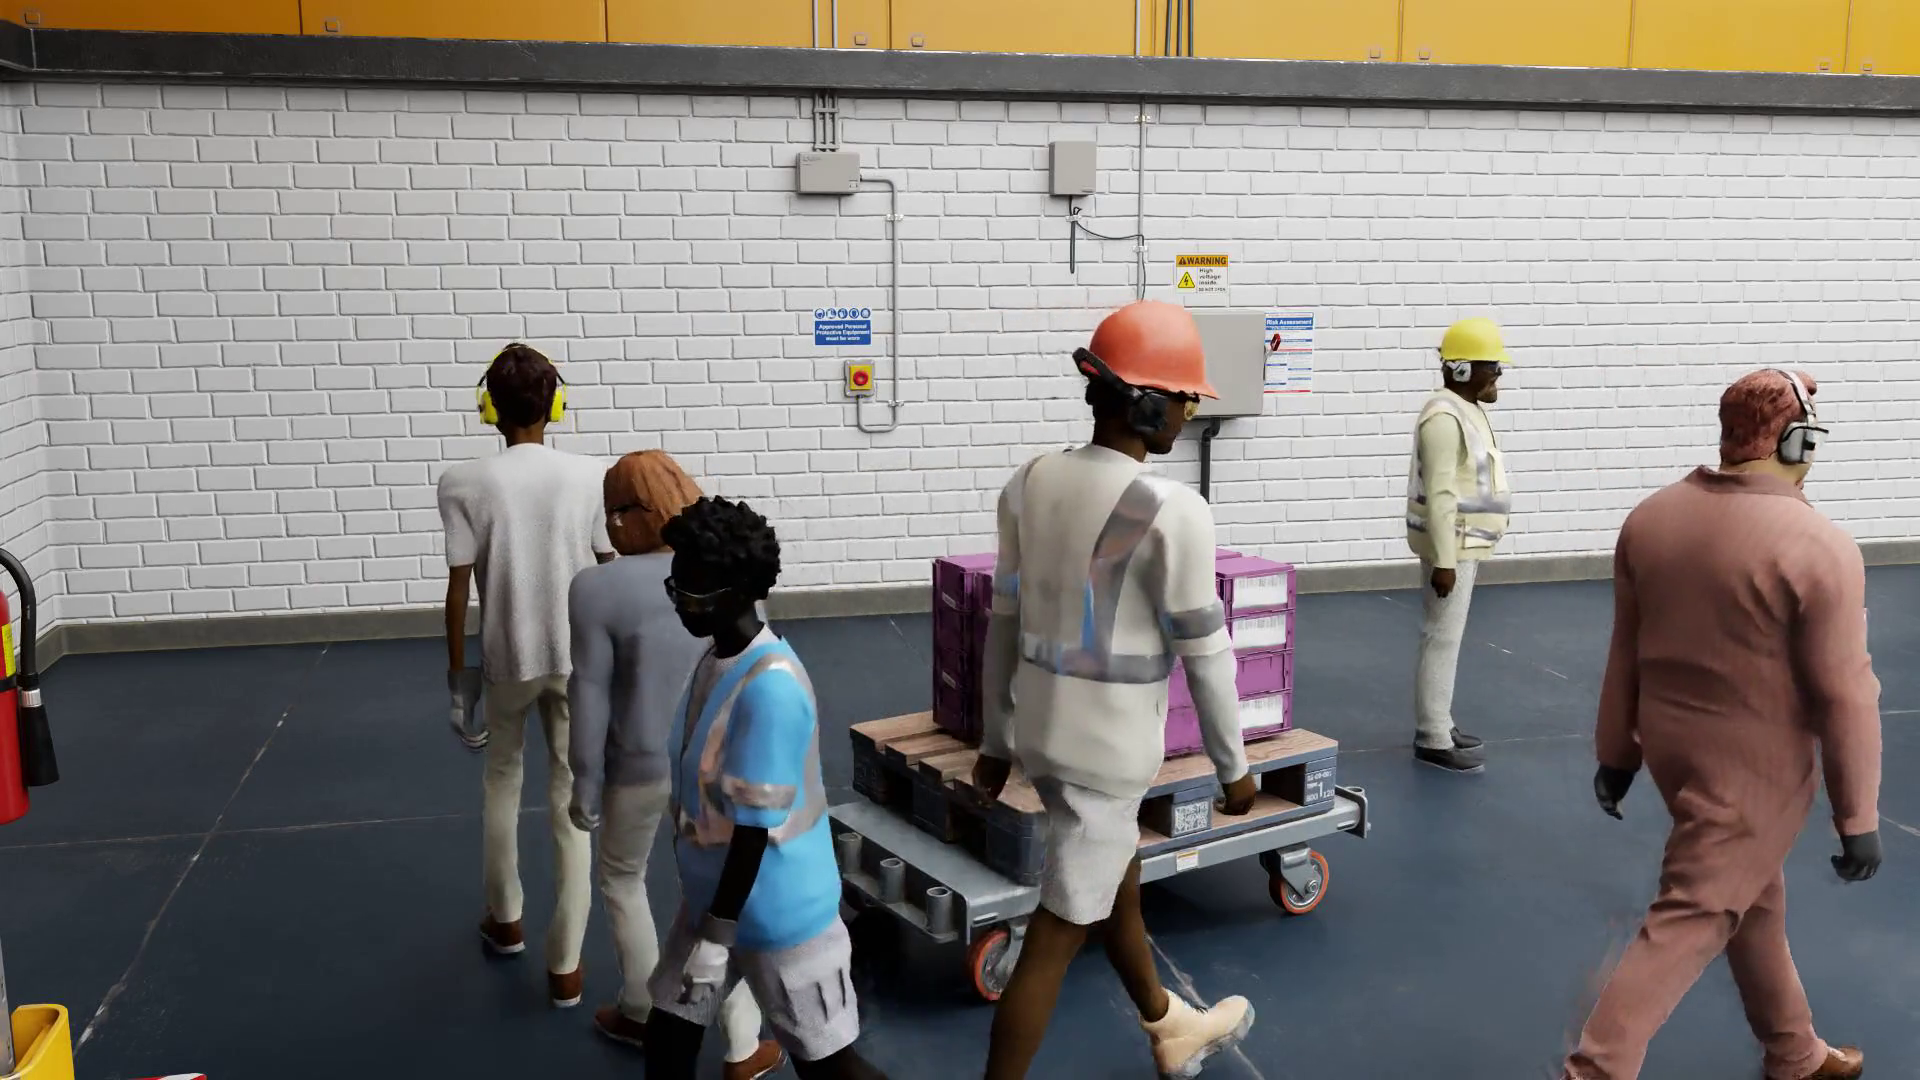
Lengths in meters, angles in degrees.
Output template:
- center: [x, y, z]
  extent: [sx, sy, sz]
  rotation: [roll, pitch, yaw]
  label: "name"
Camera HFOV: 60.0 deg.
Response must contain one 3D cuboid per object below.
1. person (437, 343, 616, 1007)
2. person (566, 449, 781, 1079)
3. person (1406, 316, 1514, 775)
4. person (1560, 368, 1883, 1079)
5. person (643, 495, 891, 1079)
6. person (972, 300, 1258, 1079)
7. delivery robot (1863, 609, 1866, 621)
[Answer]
- center: [-1.217, 0.357, 4.819]
  extent: [0.518, 1.839, 0.809]
  rotation: [-3, 11, -16]
  label: "person"
- center: [-0.722, 0.569, 4.251]
  extent: [0.584, 1.613, 0.580]
  rotation: [-4, 11, -23]
  label: "person"
- center: [2.012, 0.015, 6.734]
  extent: [0.404, 1.828, 0.598]
  rotation: [4, 11, 23]
  label: "person"
- center: [1.809, 0.526, 3.897]
  extent: [1.048, 1.849, 0.663]
  rotation: [-3, 11, -18]
  label: "person"
- center: [-0.386, 0.715, 3.365]
  extent: [0.859, 1.651, 0.519]
  rotation: [-5, 11, -27]
  label: "person"
- center: [0.407, 0.459, 3.812]
  extent: [1.045, 1.987, 0.611]
  rotation: [-6, 12, -31]
  label: "person"
- center: [3.862, 0.418, 7.772]
  extent: [0.707, 0.478, 0.477]
  rotation: [-4, 11, -19]
  label: "delivery robot"
